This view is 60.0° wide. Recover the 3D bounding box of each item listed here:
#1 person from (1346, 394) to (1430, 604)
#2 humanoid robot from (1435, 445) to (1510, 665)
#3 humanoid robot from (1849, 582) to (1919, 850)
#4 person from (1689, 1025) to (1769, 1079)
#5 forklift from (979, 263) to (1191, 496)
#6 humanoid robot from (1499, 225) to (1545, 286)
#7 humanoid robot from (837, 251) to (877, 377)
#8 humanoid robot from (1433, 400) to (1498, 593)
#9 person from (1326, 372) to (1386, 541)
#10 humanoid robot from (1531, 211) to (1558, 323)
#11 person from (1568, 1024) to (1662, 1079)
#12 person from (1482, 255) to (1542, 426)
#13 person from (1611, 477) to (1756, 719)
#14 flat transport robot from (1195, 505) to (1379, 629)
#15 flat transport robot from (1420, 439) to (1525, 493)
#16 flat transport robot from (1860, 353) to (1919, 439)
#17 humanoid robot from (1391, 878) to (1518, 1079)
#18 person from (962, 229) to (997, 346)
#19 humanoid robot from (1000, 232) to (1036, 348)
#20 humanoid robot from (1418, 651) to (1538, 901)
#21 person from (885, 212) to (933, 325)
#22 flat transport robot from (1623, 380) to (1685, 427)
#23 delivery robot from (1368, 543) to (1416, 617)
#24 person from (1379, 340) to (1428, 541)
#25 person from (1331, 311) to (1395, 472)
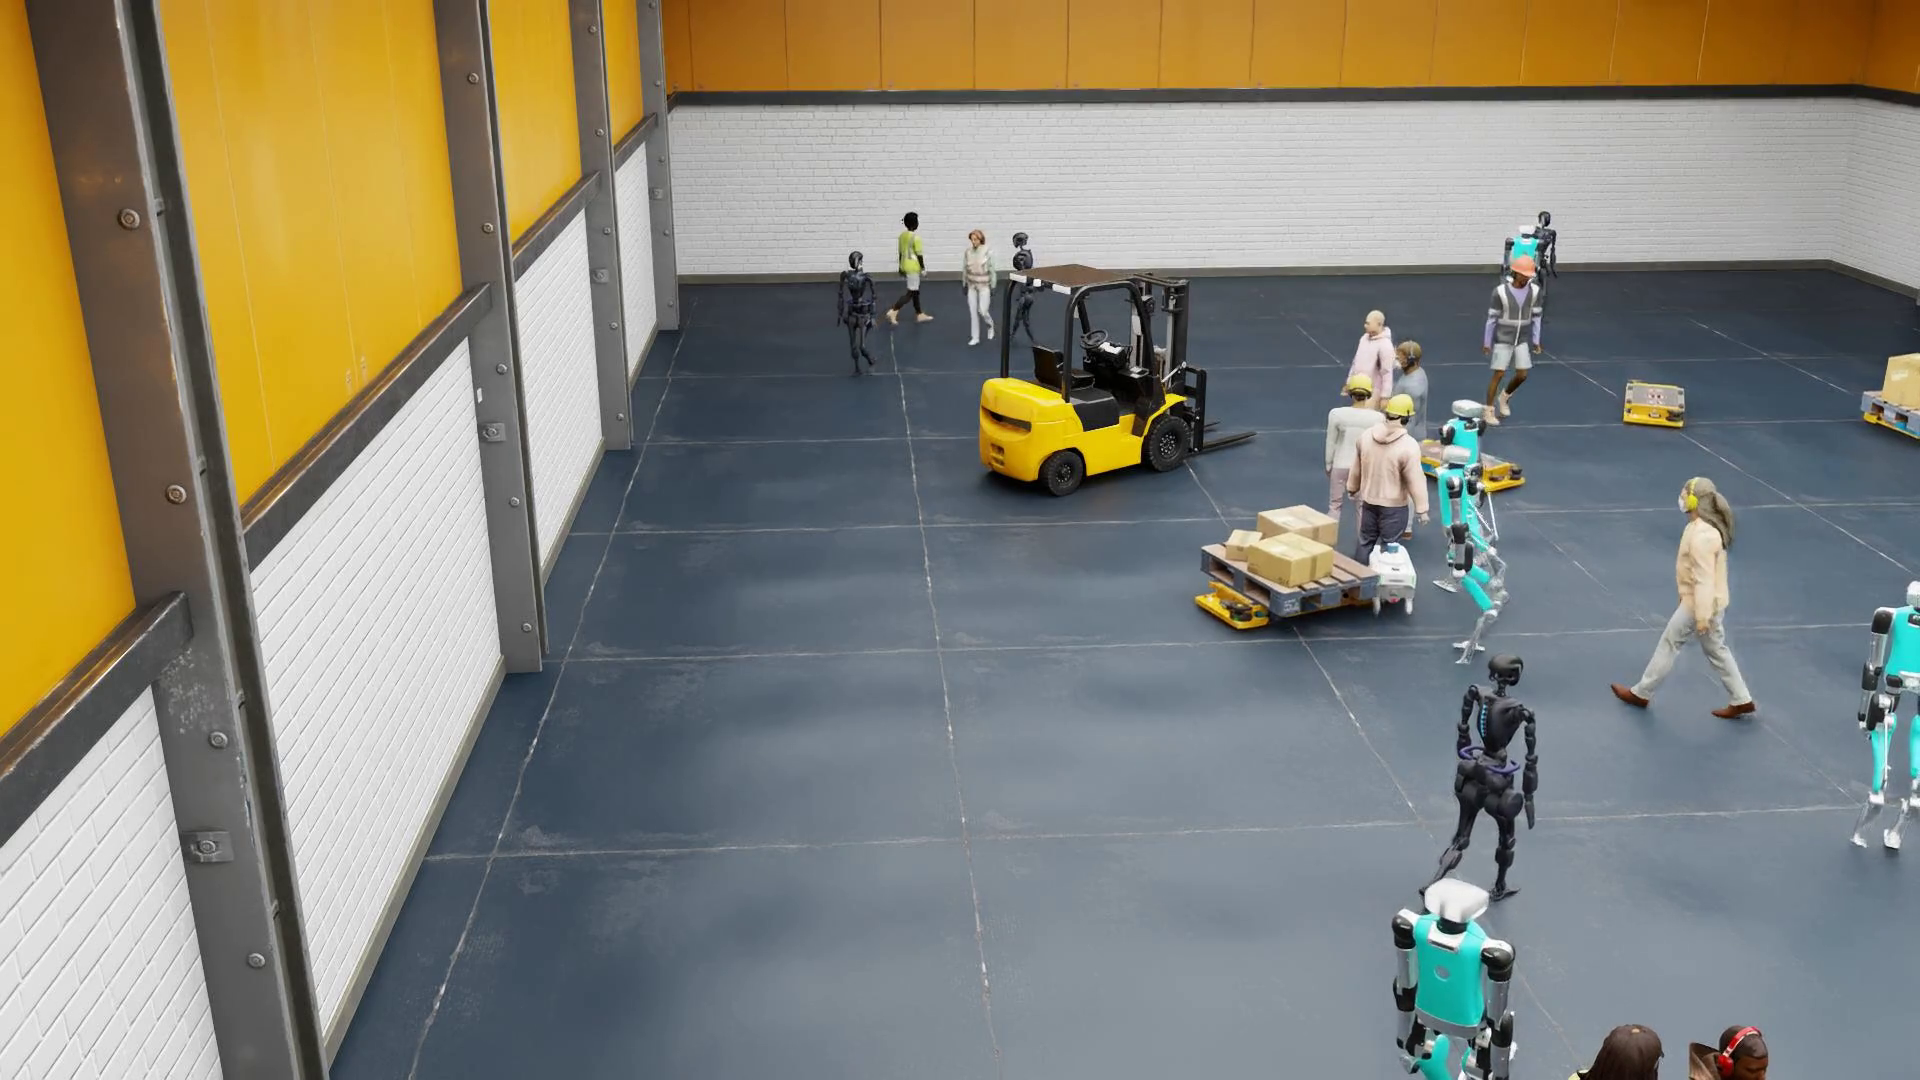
[{"bbox_3d":[3.644,-0.344,14.271,0.434,1.853,0.820,-17,26,-38],"label":"person"},{"bbox_3d":[4.099,0.129,13.167,0.770,1.782,0.552,3,20,8],"label":"humanoid robot"},{"bbox_3d":[5.835,1.180,10.261,0.539,1.780,0.673,8,22,21],"label":"humanoid robot"},{"bbox_3d":[2.942,2.593,6.568,0.463,1.647,0.311,-7,21,-17],"label":"person"},{"bbox_3d":[1.315,-1.764,17.646,2.313,2.155,1.214,-14,24,-33],"label":"forklift"},{"bbox_3d":[7.743,-3.522,23.195,0.547,1.842,0.870,3,20,8],"label":"humanoid robot"},{"bbox_3d":[-1.312,-2.938,21.585,0.598,1.643,0.374,10,22,26],"label":"humanoid robot"},{"bbox_3d":[4.487,-0.265,14.254,0.535,1.765,0.996,-13,24,-31],"label":"humanoid robot"},{"bbox_3d":[3.618,-0.671,15.304,0.520,1.759,0.359,4,21,11],"label":"person"},{"bbox_3d":[8.586,-4.084,24.777,0.601,1.638,0.750,-8,22,-21],"label":"humanoid robot"},{"bbox_3d":[2.444,2.615,6.328,0.378,1.769,0.468,-11,23,-26],"label":"person"},{"bbox_3d":[6.446,-2.337,19.459,0.625,2.017,0.497,-3,20,-8],"label":"person"},{"bbox_3d":[5.433,0.443,12.184,1.000,1.825,0.595,12,23,29],"label":"person"},{"bbox_3d":[2.811,0.470,14.346,1.431,0.231,0.659,-9,22,-24],"label":"flat transport robot"},{"bbox_3d":[5.266,-0.806,17.823,0.659,0.231,1.431,-13,24,-31],"label":"flat transport robot"},{"bbox_3d":[11.196,-1.296,19.158,0.659,0.231,1.431,-3,20,-9],"label":"flat transport robot"},{"bbox_3d":[2.312,2.211,7.531,0.553,1.756,1.046,16,25,36],"label":"humanoid robot"},{"bbox_3d":[0.264,-3.530,23.260,0.536,1.623,0.403,12,24,30],"label":"person"},{"bbox_3d":[0.843,-3.449,23.028,0.578,1.634,0.613,1,20,4],"label":"humanoid robot"},{"bbox_3d":[3.073,1.423,9.752,0.693,1.646,0.589,-13,24,-32],"label":"humanoid robot"},{"bbox_3d":[-0.761,-3.980,24.429,0.769,1.672,0.531,-10,22,-25],"label":"person"},{"bbox_3d":[8.399,-1.651,20.127,0.659,0.231,1.431,8,22,20],"label":"flat transport robot"},{"bbox_3d":[3.720,0.305,14.405,0.499,0.611,0.792,2,20,6],"label":"delivery robot"},{"bbox_3d":[4.241,-0.949,15.814,0.364,1.933,0.631,6,21,16],"label":"person"},{"bbox_3d":[4.347,-1.593,17.826,0.802,1.749,0.543,-6,21,-16],"label":"person"}]
